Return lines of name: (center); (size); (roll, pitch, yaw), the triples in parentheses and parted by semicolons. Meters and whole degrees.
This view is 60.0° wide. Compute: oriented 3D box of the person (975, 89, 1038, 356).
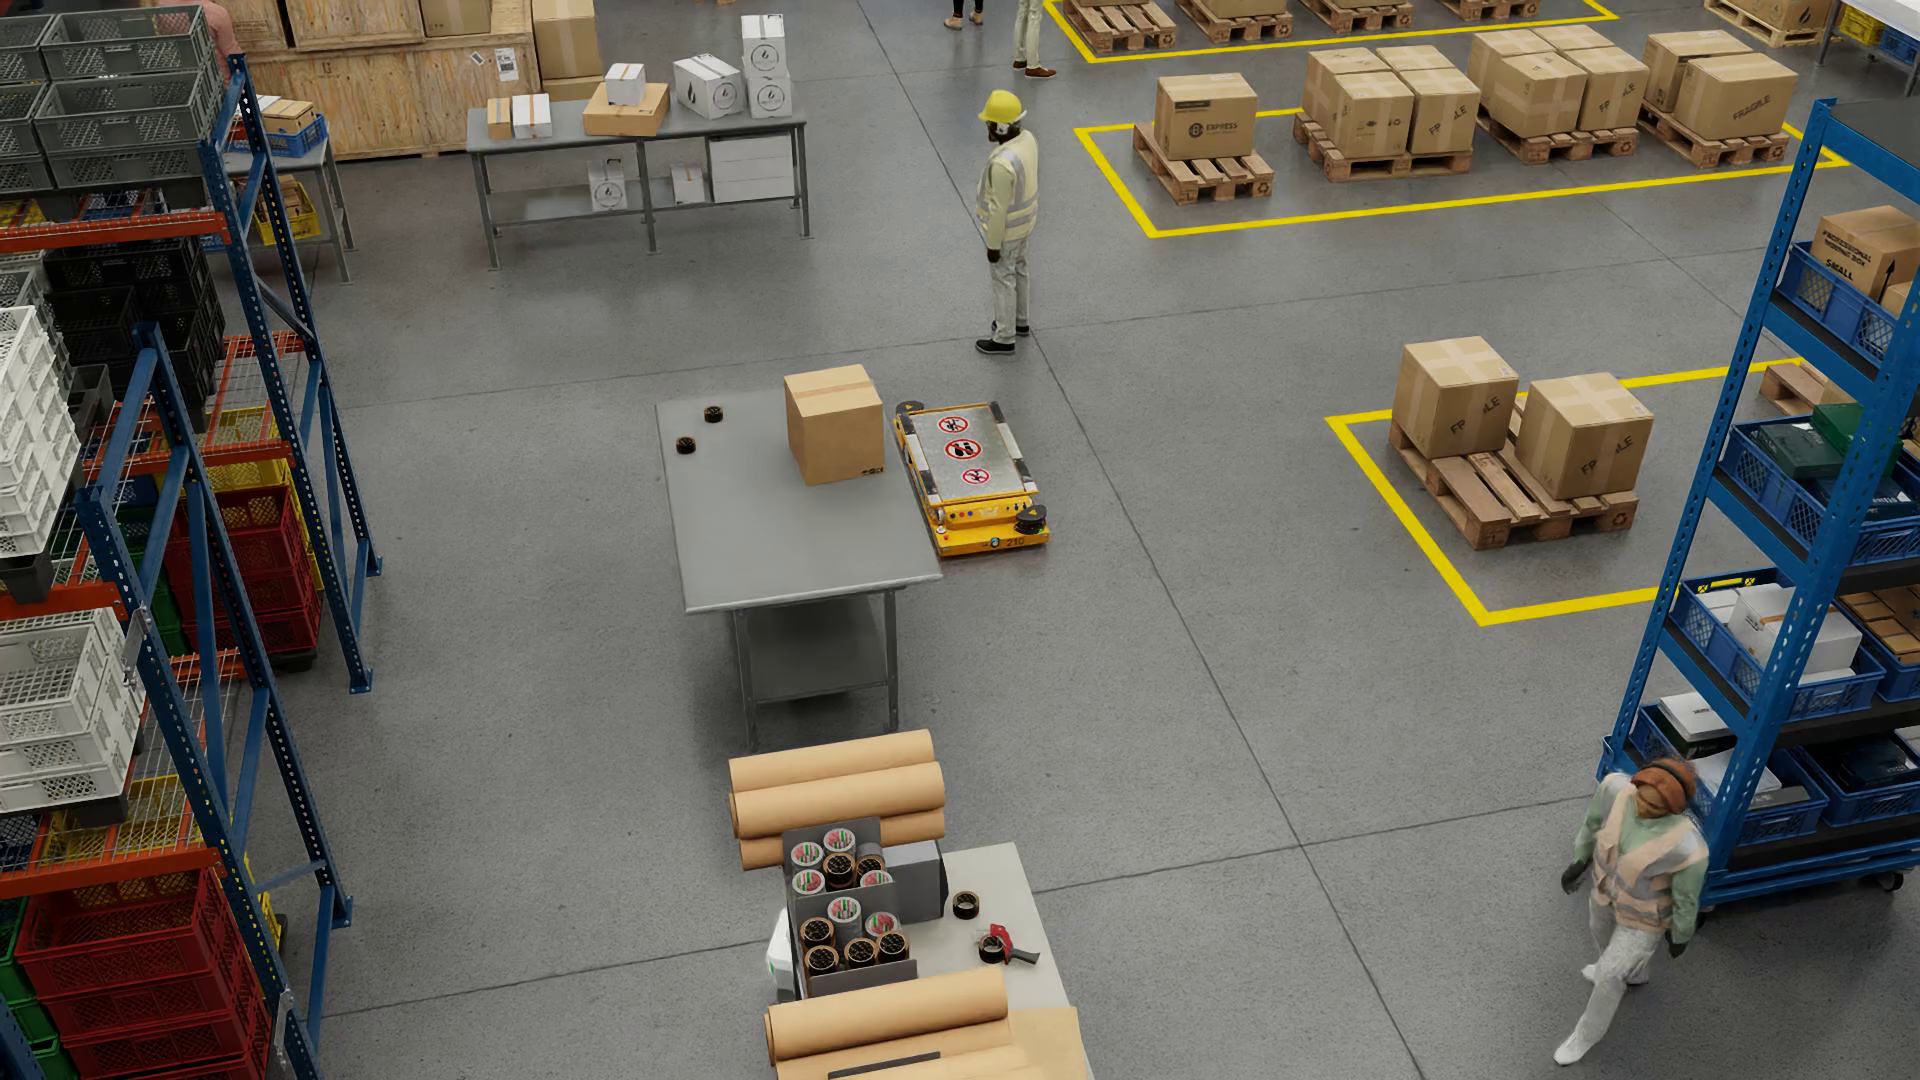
person: (0.305, -2.113, 11.080); (0.403, 1.823, 0.595); (13, 39, 17)

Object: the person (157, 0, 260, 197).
person: (-5.825, -3.607, 13.031); (0.635, 1.900, 0.397); (11, 38, 14)

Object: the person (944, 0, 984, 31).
person: (0.046, -5.841, 16.191); (0.535, 1.700, 0.318); (-21, 41, -26)

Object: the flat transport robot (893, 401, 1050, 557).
flat transport robot: (0.046, -0.430, 10.108); (0.652, 0.197, 1.431); (-8, 37, -10)

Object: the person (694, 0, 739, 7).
person: (-2.554, -6.342, 16.748); (0.633, 1.841, 0.429); (17, 40, 22)

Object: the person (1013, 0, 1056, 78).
person: (0.677, -5.167, 15.142); (0.328, 1.876, 0.514); (-16, 40, -21)

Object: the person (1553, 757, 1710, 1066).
person: (2.697, 1.393, 6.548); (0.601, 1.604, 0.532); (-15, 39, -19)
